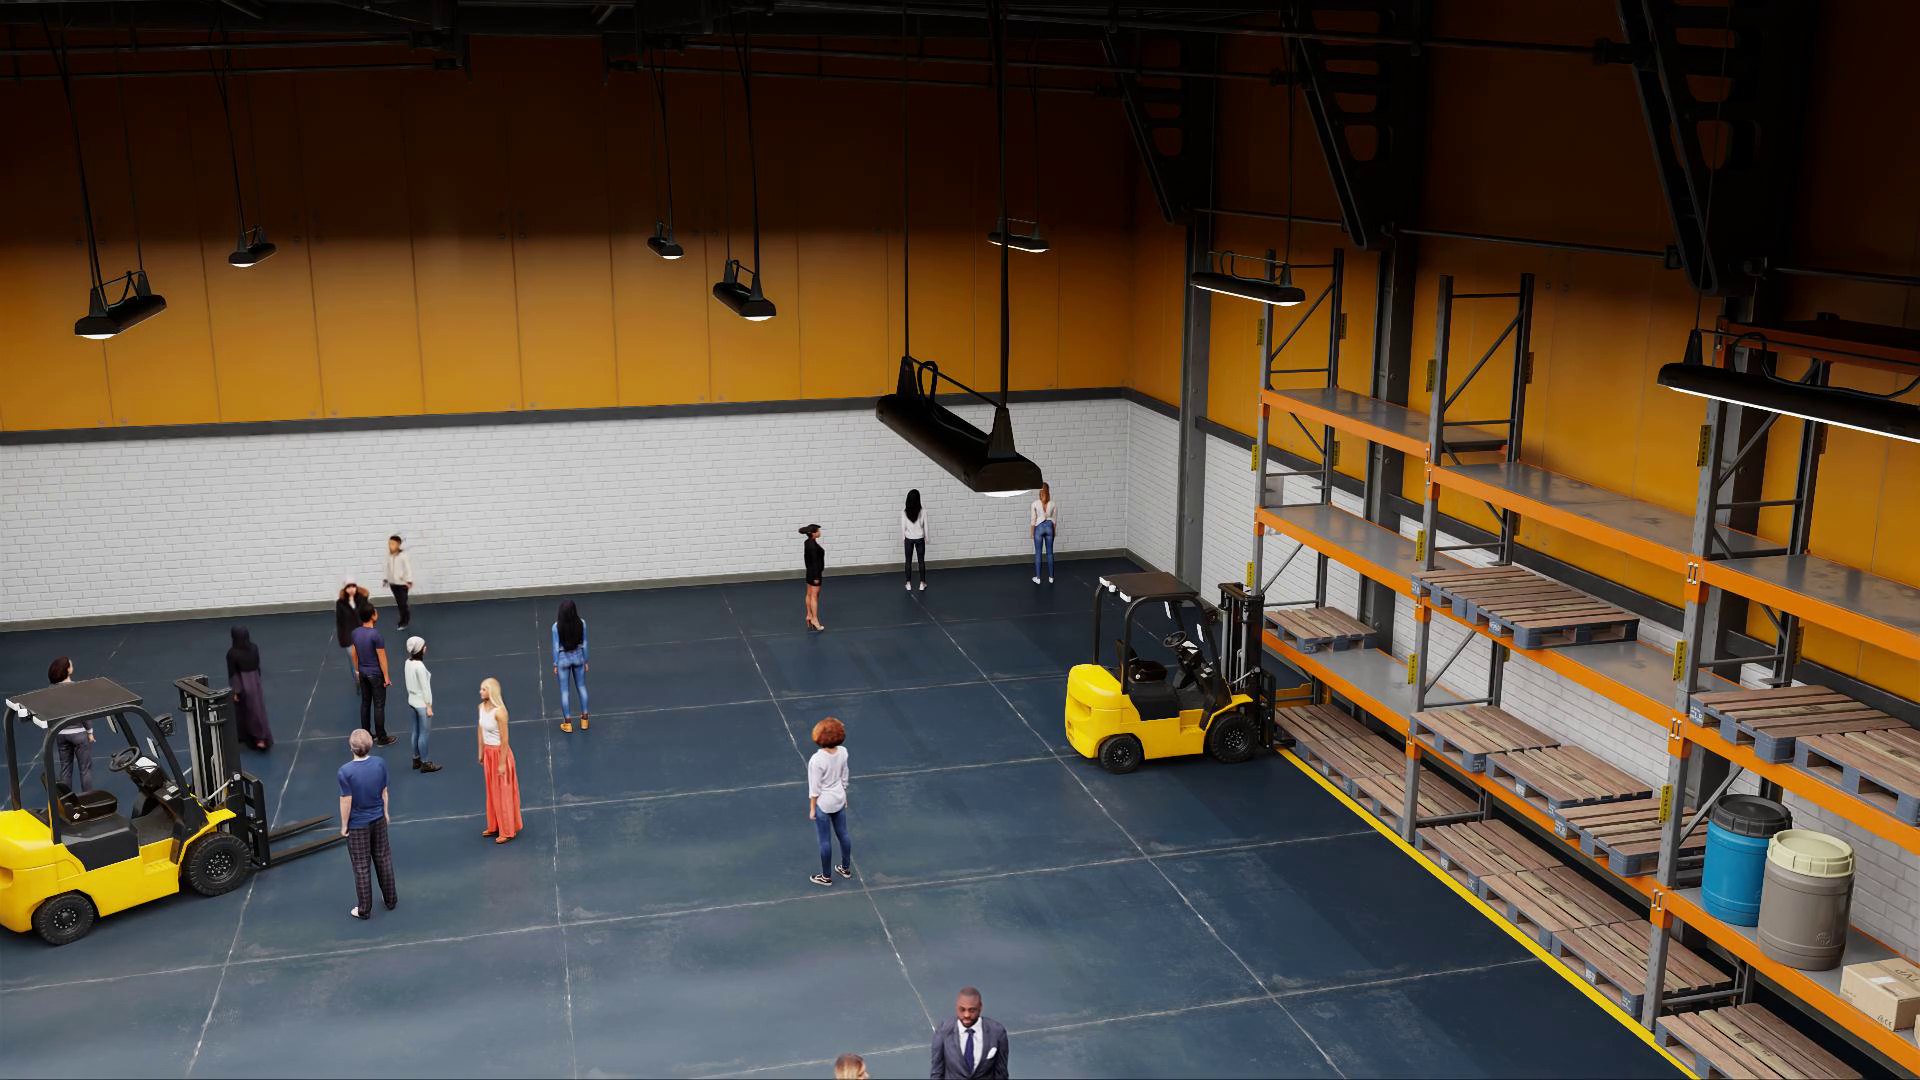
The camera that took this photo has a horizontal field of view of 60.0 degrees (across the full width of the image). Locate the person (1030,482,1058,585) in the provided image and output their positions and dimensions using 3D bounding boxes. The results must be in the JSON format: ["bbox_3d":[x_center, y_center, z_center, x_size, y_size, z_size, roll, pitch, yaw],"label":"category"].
[{"bbox_3d":[1.415,-0.129,27.987,0.618,1.720,0.537,-3,14,-11],"label":"person"}]

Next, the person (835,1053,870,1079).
[{"bbox_3d":[-0.709,4.073,10.729,0.666,1.675,0.507,1,14,3],"label":"person"}]

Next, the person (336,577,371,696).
[{"bbox_3d":[-8.157,1.265,22.421,0.687,1.629,0.686,-7,15,-27],"label":"person"}]

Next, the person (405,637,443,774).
[{"bbox_3d":[-6.384,1.924,19.671,0.701,1.644,0.577,-13,19,-42],"label":"person"}]

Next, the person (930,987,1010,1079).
[{"bbox_3d":[0.060,3.863,11.280,0.754,1.824,0.696,0,14,0],"label":"person"}]

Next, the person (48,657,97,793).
[{"bbox_3d":[-9.868,2.147,18.485,0.675,1.768,0.642,1,14,5],"label":"person"}]

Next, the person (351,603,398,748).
[{"bbox_3d":[-7.255,1.652,20.478,0.716,1.791,0.733,5,15,21],"label":"person"}]

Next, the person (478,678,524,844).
[{"bbox_3d":[-4.920,2.325,17.680,0.684,1.802,0.788,13,19,43],"label":"person"}]

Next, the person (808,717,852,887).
[{"bbox_3d":[-1.301,2.609,16.696,0.731,1.713,0.745,-12,18,-41],"label":"person"}]

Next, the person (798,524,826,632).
[{"bbox_3d":[-2.231,0.552,25.345,0.635,1.639,0.563,-5,14,-20],"label":"person"}]

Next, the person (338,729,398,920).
[{"bbox_3d":[-5.696,2.702,15.971,0.731,1.872,0.739,13,19,43],"label":"person"}]

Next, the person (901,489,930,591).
[{"bbox_3d":[-0.753,-0.016,27.562,0.674,1.701,0.648,0,14,0],"label":"person"}]

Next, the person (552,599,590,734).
[{"bbox_3d":[-4.903,1.570,20.986,0.647,1.713,0.591,-7,15,-28],"label":"person"}]

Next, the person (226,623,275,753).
[{"bbox_3d":[-8.654,1.806,20.242,1.186,1.605,1.035,11,17,37],"label":"person"}]

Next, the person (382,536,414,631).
[{"bbox_3d":[-8.539,0.628,25.460,0.747,1.439,0.810,5,15,21],"label":"person"}]
